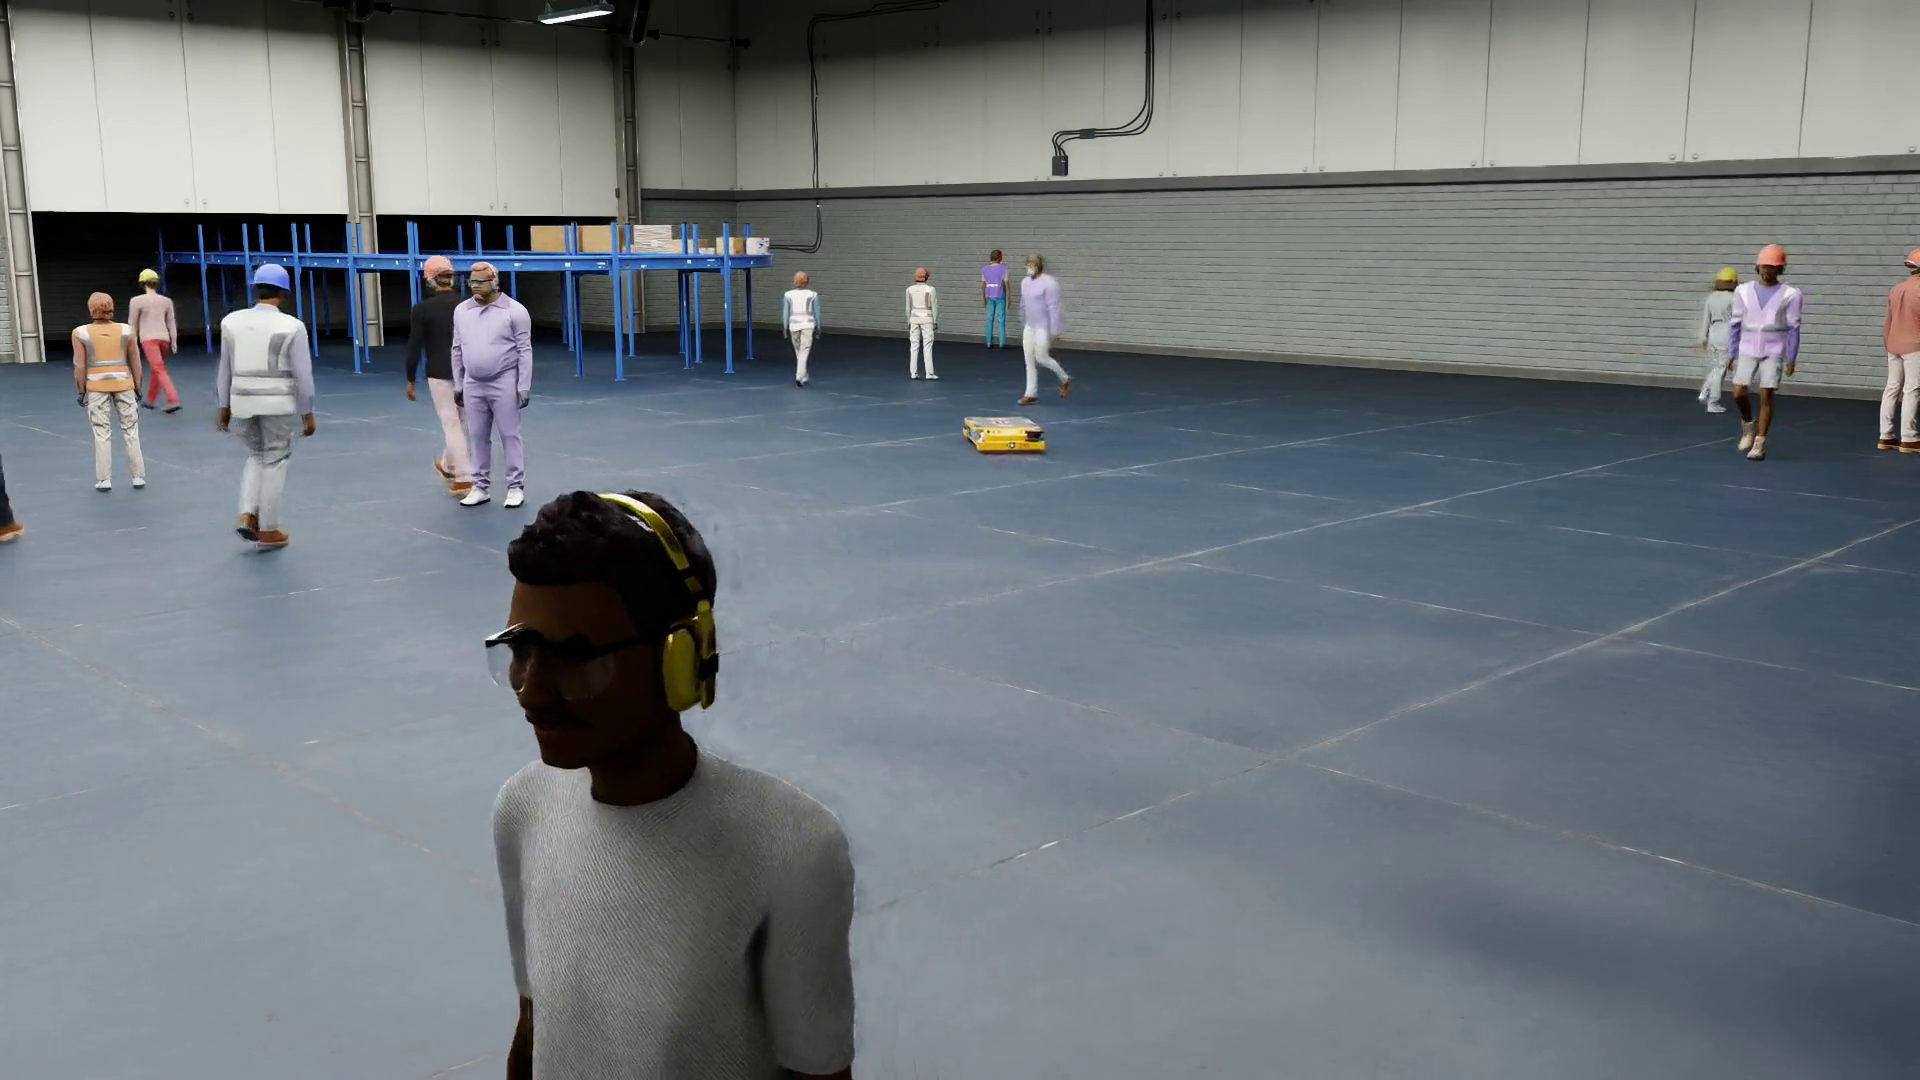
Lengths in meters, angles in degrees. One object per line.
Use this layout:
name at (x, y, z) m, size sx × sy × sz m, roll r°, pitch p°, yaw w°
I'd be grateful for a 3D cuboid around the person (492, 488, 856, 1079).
person at (-0.300, 0.852, 1.878) m, size 0.550 × 1.858 × 0.477 m, roll 7°, pitch 12°, yaw 33°

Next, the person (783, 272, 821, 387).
person at (-2.236, -2.984, 23.481) m, size 0.523 × 1.599 × 0.847 m, roll 2°, pitch 11°, yaw 11°

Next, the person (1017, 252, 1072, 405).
person at (1.050, -2.661, 20.933) m, size 0.687 × 1.911 × 0.688 m, roll -8°, pitch 13°, yaw -37°

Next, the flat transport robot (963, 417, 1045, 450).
flat transport robot at (0.432, -1.099, 16.965) m, size 0.652 × 0.197 × 1.431 m, roll -1°, pitch 10°, yaw -6°

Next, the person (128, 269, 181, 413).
person at (-9.705, -2.404, 20.054) m, size 0.953 × 1.715 × 0.524 m, roll 6°, pitch 12°, yaw 29°

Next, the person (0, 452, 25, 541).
person at (-6.835, -0.923, 11.277) m, size 0.644 × 1.959 × 0.696 m, roll 0°, pitch 10°, yaw -1°

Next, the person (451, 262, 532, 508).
person at (-3.664, -1.205, 12.970) m, size 0.651 × 1.904 × 0.401 m, roll 2°, pitch 11°, yaw 11°

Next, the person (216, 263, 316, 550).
person at (-4.670, -0.898, 11.244) m, size 0.645 × 1.921 × 0.458 m, roll 2°, pitch 11°, yaw 10°

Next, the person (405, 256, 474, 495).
person at (-4.279, -1.370, 13.787) m, size 0.650 × 1.928 × 1.038 m, roll -9°, pitch 14°, yaw -42°

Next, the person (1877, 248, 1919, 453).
person at (9.351, -1.871, 16.351) m, size 0.393 × 1.995 × 0.612 m, roll -2°, pitch 11°, yaw -10°

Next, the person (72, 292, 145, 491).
person at (-7.078, -1.235, 13.850) m, size 0.514 × 1.642 × 0.310 m, roll -7°, pitch 13°, yaw -34°

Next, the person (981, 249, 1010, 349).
person at (0.670, -4.509, 31.136) m, size 0.564 × 1.849 × 0.388 m, roll 5°, pitch 11°, yaw 24°

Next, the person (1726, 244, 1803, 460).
person at (7.574, -1.770, 15.706) m, size 0.628 × 2.027 × 0.435 m, roll 8°, pitch 13°, yaw 38°

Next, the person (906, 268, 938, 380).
person at (-0.555, -3.171, 24.422) m, size 0.511 × 1.638 × 0.308 m, roll 5°, pitch 11°, yaw 25°

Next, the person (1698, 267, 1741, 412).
person at (9.168, -2.399, 19.951) m, size 0.383 × 1.727 × 0.493 m, roll -3°, pitch 11°, yaw -18°
